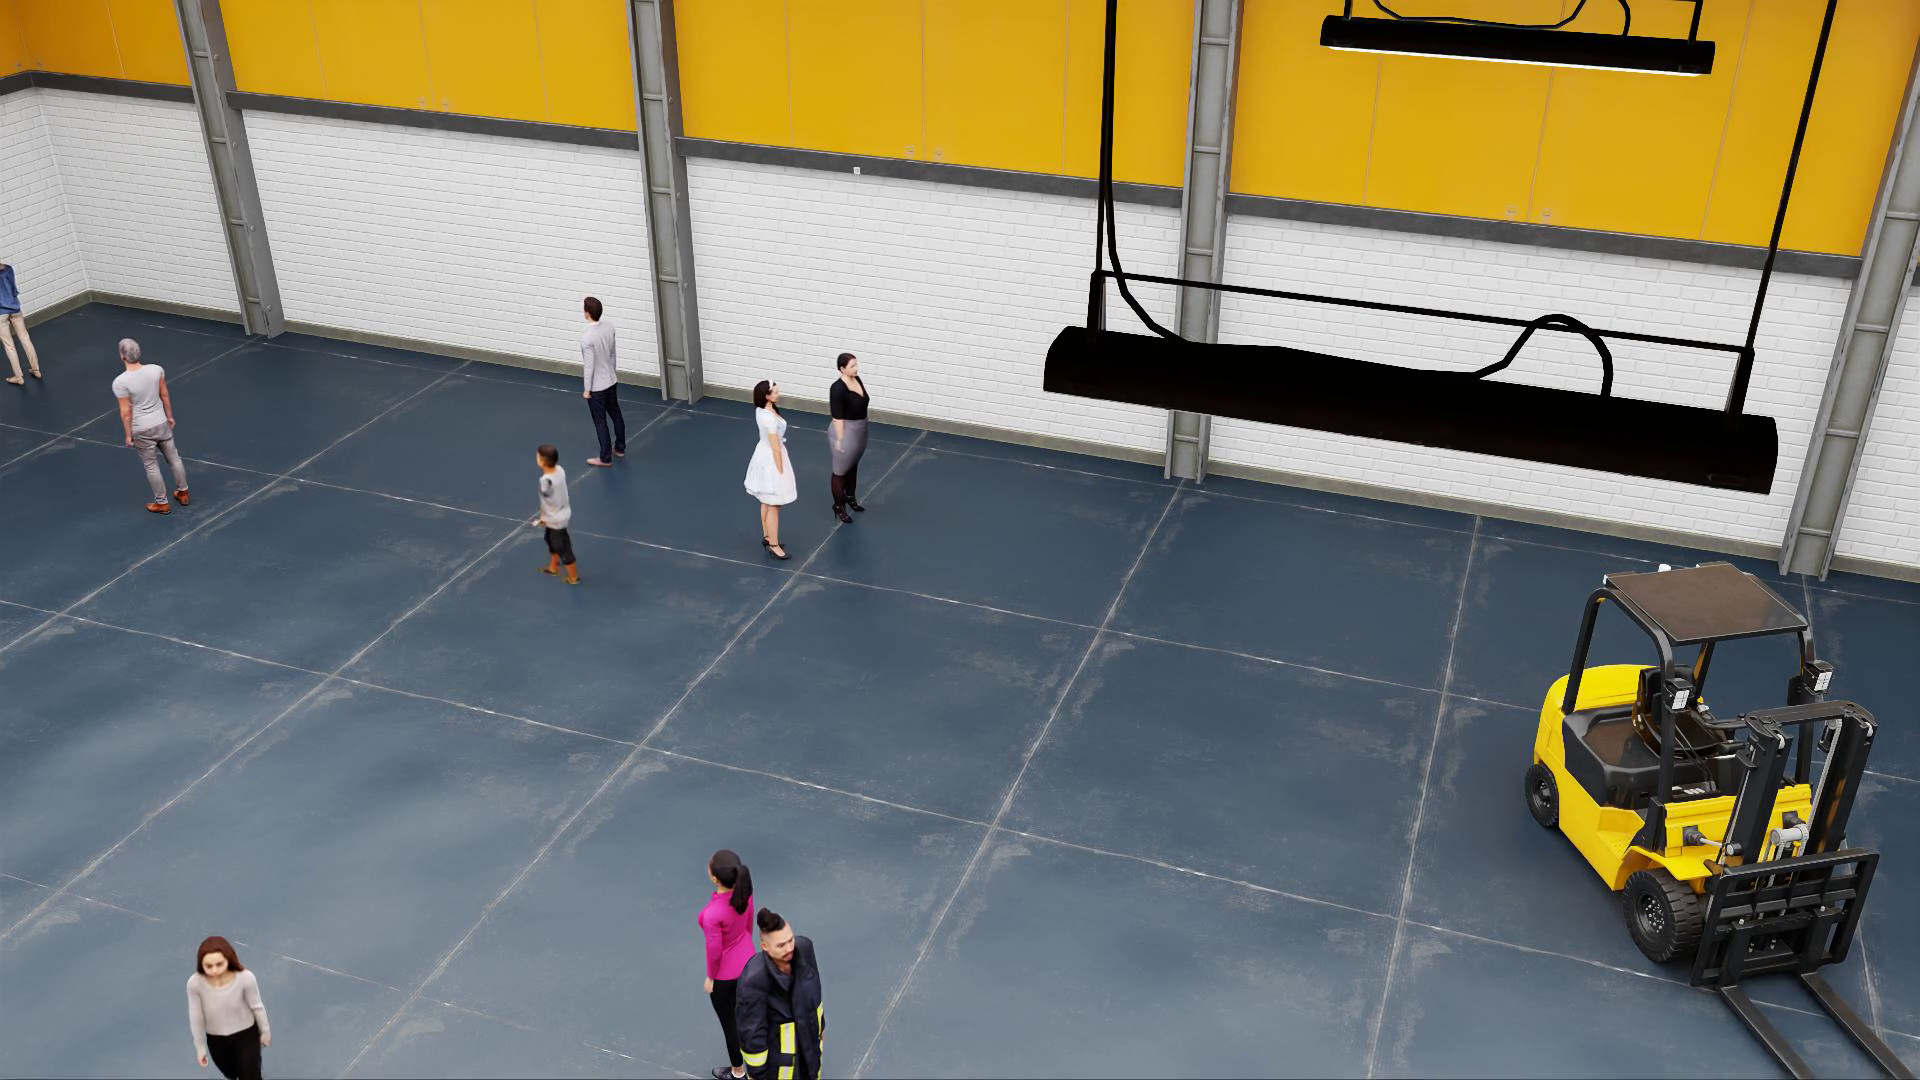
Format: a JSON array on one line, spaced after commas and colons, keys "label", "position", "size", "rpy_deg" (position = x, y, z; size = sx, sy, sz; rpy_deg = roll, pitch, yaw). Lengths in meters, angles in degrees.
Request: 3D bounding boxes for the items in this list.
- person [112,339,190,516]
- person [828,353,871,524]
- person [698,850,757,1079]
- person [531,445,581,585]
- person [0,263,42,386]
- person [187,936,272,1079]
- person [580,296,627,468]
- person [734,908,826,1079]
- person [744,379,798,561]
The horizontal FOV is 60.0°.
[{"label": "person", "position": [-8.072, -1.139, 16.581], "size": [0.653, 1.832, 0.747], "rpy_deg": [18, 33, 30]}, {"label": "person", "position": [-1.122, -1.039, 16.474], "size": [0.639, 1.759, 0.676], "rpy_deg": [13, 31, 22]}, {"label": "person", "position": [-1.357, 2.547, 9.963], "size": [0.619, 1.699, 0.626], "rpy_deg": [16, 32, 26]}, {"label": "person", "position": [-3.672, -0.256, 15.367], "size": [0.725, 1.445, 0.607], "rpy_deg": [9, 30, 15]}, {"label": "person", "position": [-11.208, -2.667, 19.524], "size": [0.602, 1.697, 0.643], "rpy_deg": [14, 32, 25]}, {"label": "person", "position": [-4.221, 2.846, 9.660], "size": [0.956, 1.464, 0.908], "rpy_deg": [-6, 29, -11]}, {"label": "person", "position": [-3.787, -1.683, 17.557], "size": [0.593, 1.852, 0.688], "rpy_deg": [13, 31, 22]}, {"label": "person", "position": [-0.985, 2.800, 9.329], "size": [0.826, 1.861, 0.852], "rpy_deg": [22, 36, 35]}, {"label": "person", "position": [-1.784, -0.674, 15.746], "size": [0.914, 1.817, 0.859], "rpy_deg": [-10, 30, -18]}]
